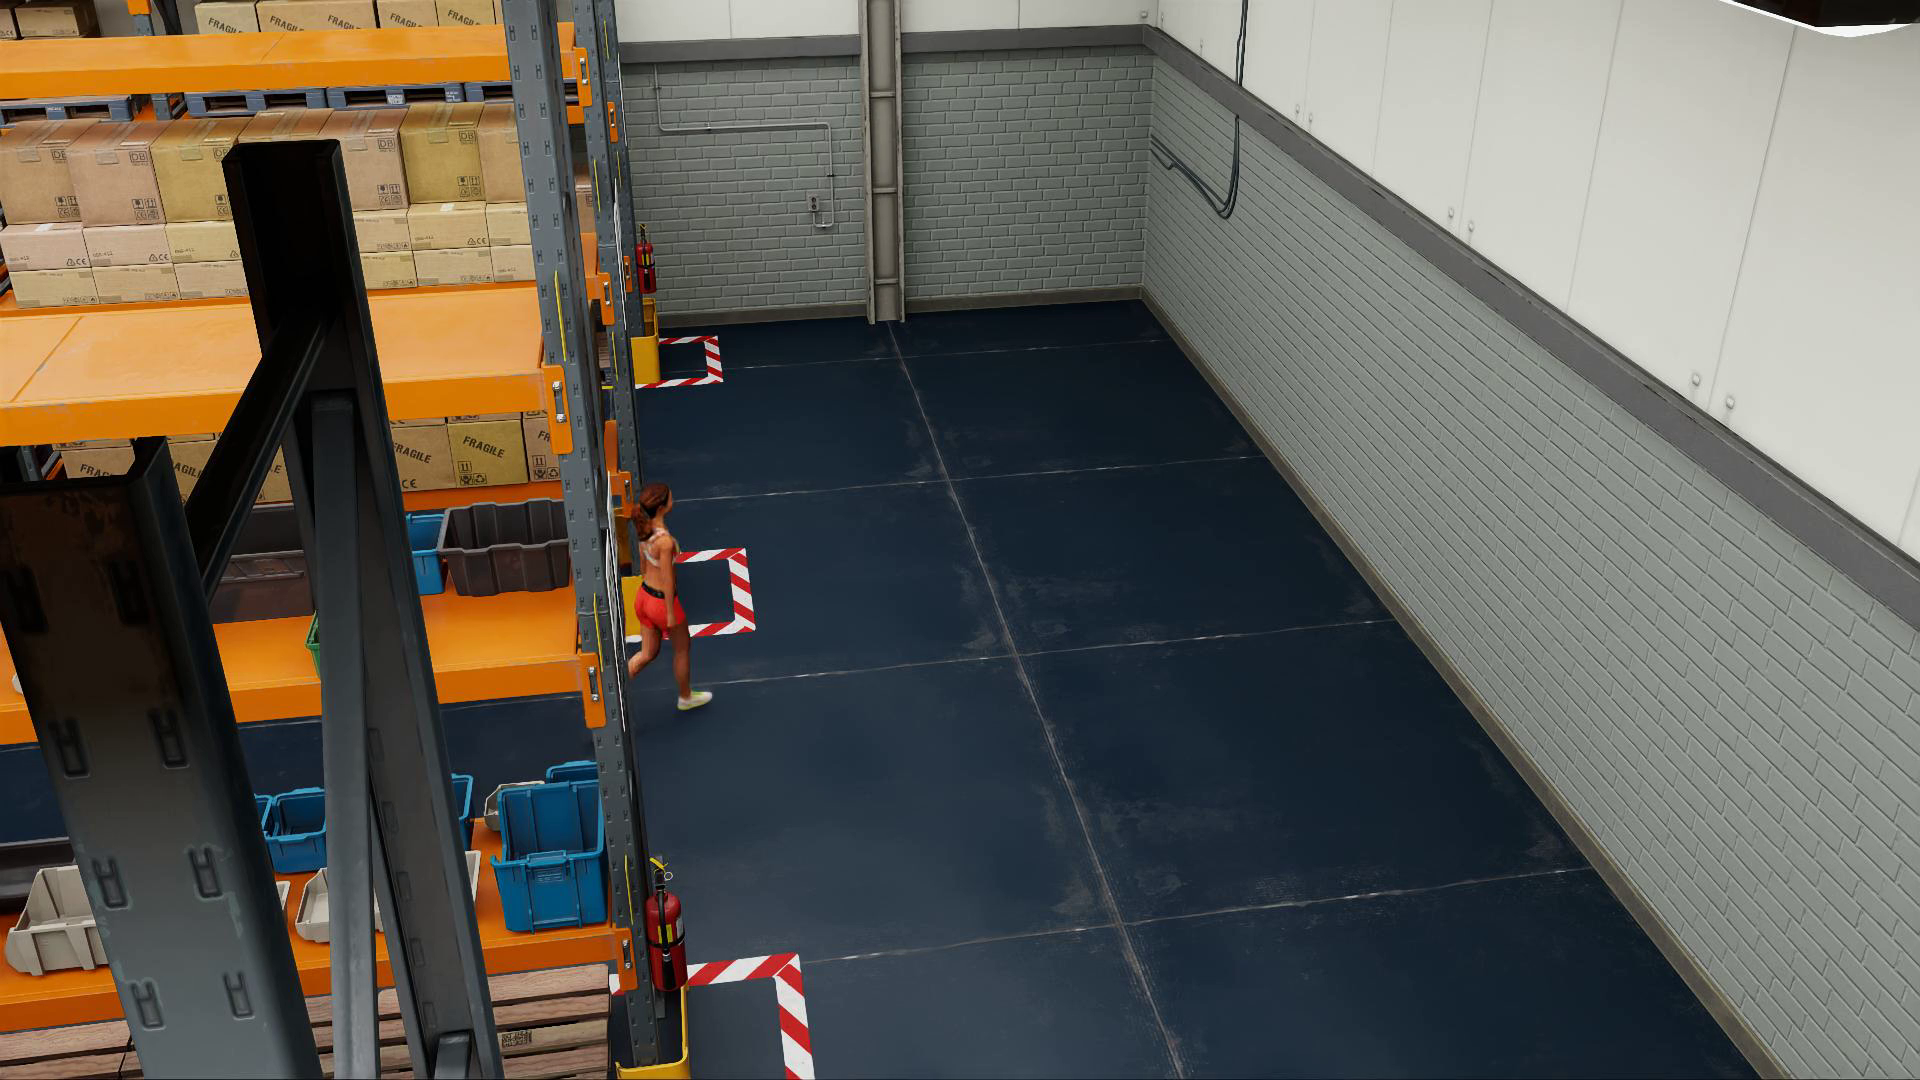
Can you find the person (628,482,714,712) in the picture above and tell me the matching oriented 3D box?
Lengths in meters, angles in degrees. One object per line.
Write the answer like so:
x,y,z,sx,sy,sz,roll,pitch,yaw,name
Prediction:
-2.092,0.476,11.127,1.165,1.761,0.914,-19,34,-32,person
